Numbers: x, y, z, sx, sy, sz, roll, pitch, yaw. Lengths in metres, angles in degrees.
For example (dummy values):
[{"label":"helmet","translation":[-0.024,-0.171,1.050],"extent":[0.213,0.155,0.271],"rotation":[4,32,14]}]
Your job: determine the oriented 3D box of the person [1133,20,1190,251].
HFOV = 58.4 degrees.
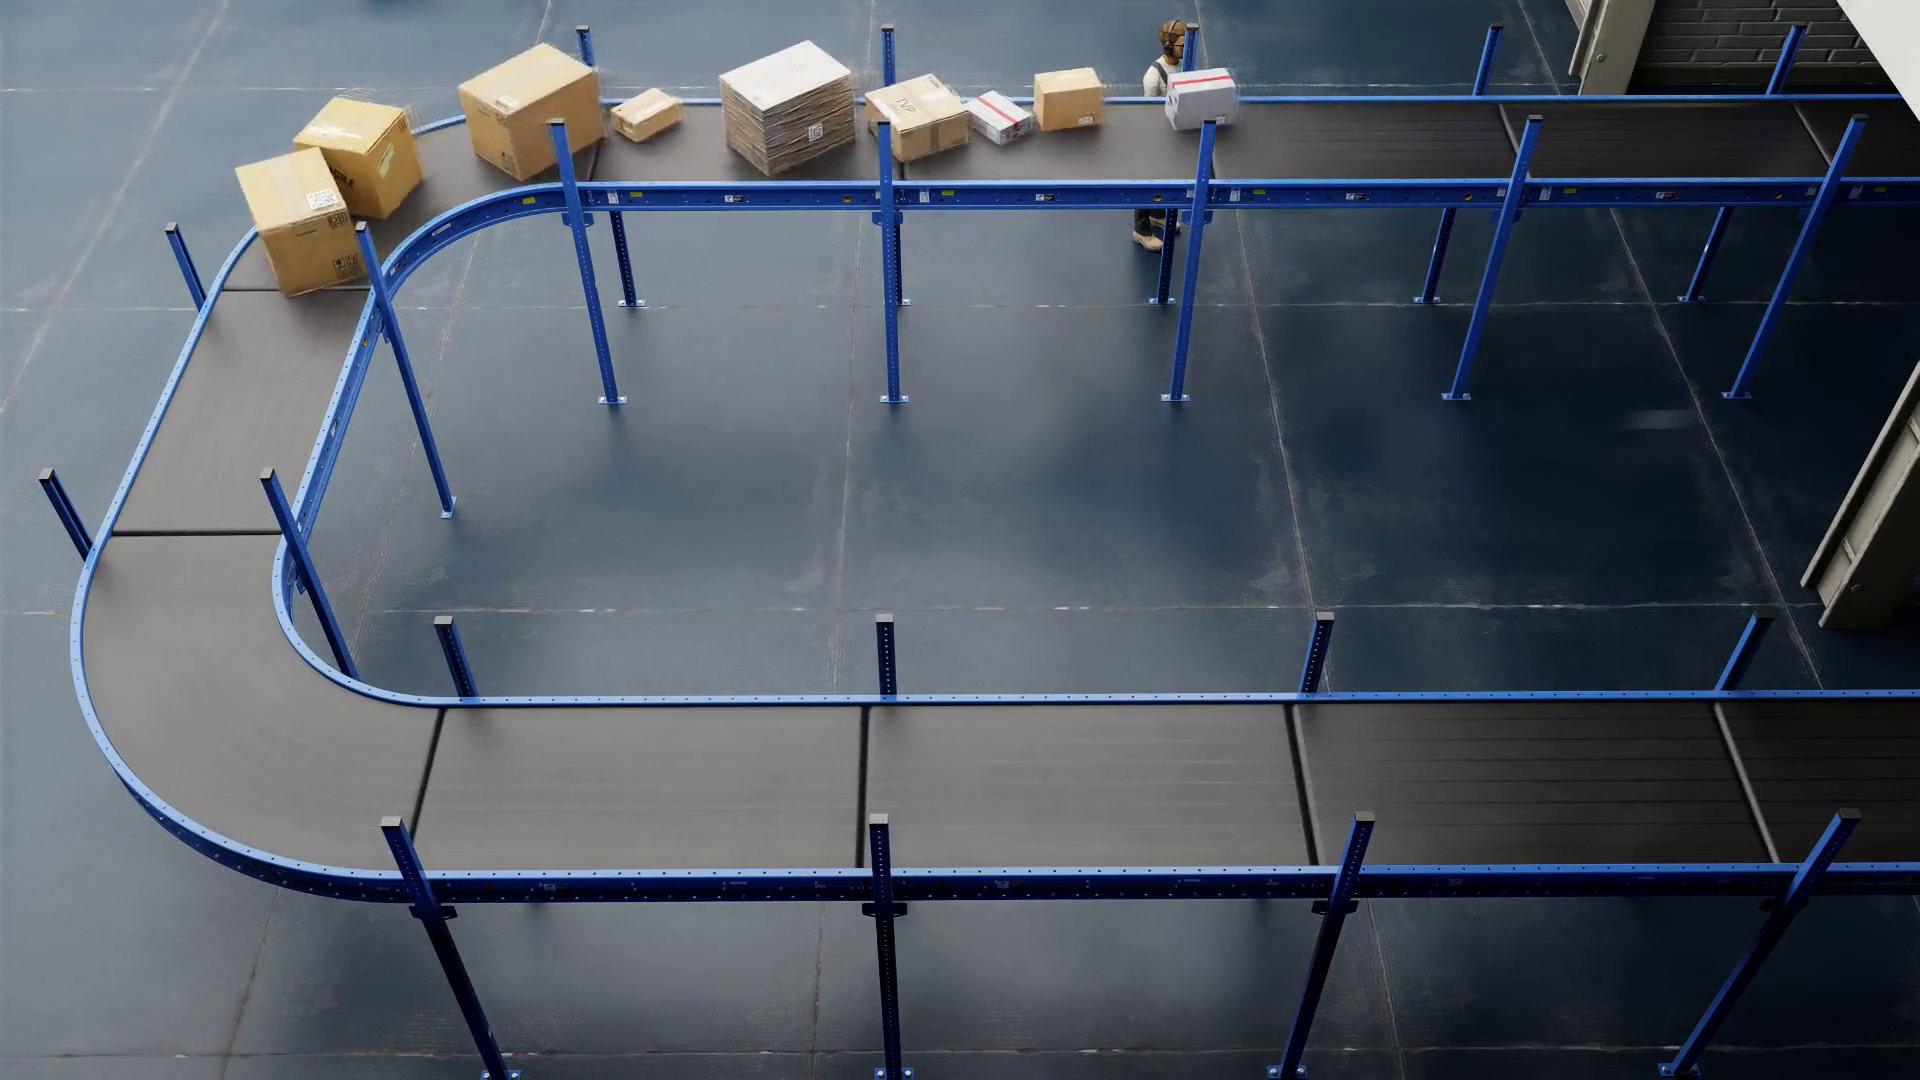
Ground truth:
[{"label":"person","translation":[1.528,-3.035,12.848],"extent":[0.344,1.846,0.507],"rotation":[25,52,22]}]
